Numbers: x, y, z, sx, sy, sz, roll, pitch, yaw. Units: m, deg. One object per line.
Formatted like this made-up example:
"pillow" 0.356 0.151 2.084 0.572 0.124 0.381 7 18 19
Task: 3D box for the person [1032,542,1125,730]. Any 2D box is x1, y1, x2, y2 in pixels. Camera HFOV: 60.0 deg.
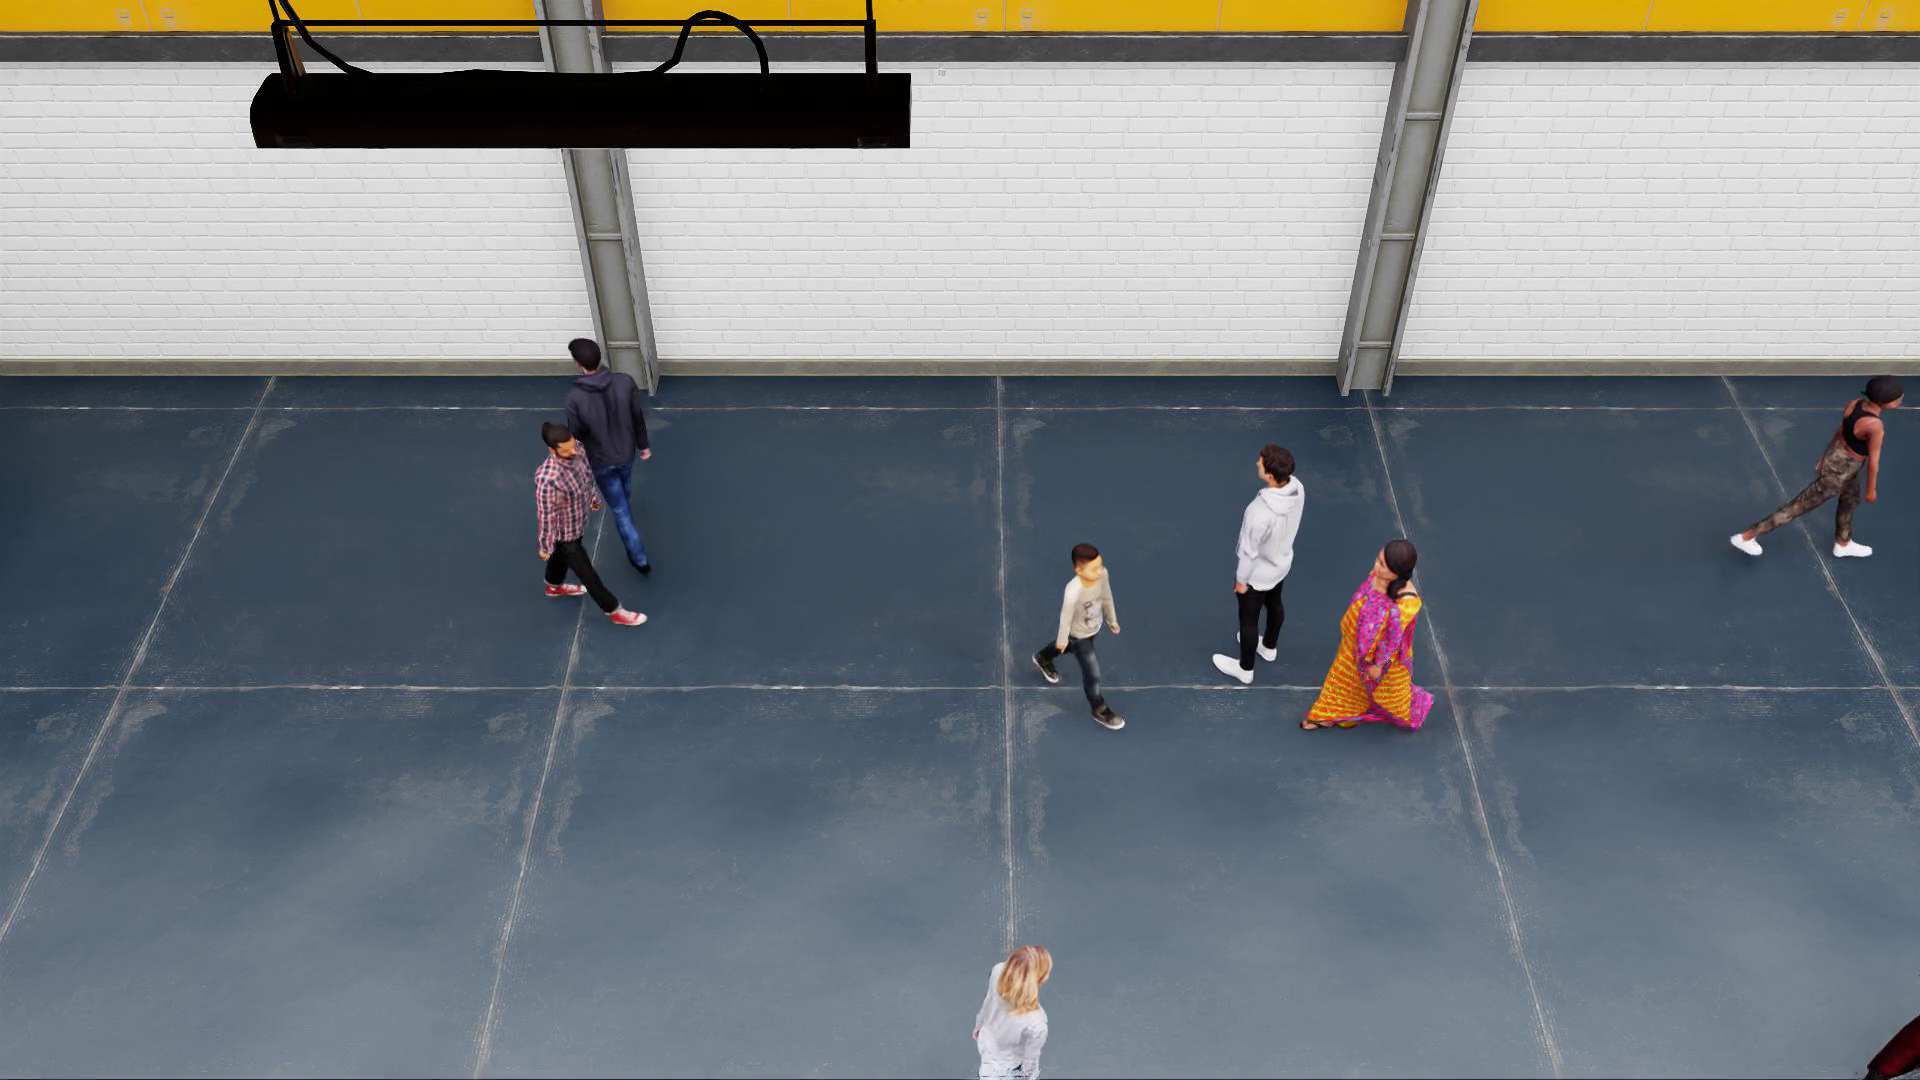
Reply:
"person" 0.734 0.527 10.738 1.075 1.442 0.925 26 50 25

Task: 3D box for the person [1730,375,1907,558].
"person" 6.032 -0.446 11.613 1.266 1.644 0.657 3 44 3

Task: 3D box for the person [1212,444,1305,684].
"person" 1.991 0.148 10.787 0.810 1.923 0.765 32 52 29

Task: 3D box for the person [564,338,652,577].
"person" -2.393 -0.529 11.571 1.254 1.821 1.164 -23 48 -22

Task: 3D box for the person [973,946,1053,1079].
"person" 0.138 2.636 8.309 1.219 1.738 0.888 -15 46 -15

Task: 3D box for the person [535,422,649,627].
"person" -2.696 -0.114 11.213 1.157 1.713 0.929 6 44 6

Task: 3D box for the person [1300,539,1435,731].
"person" 2.695 0.631 10.459 1.165 1.676 0.837 -11 45 -12
